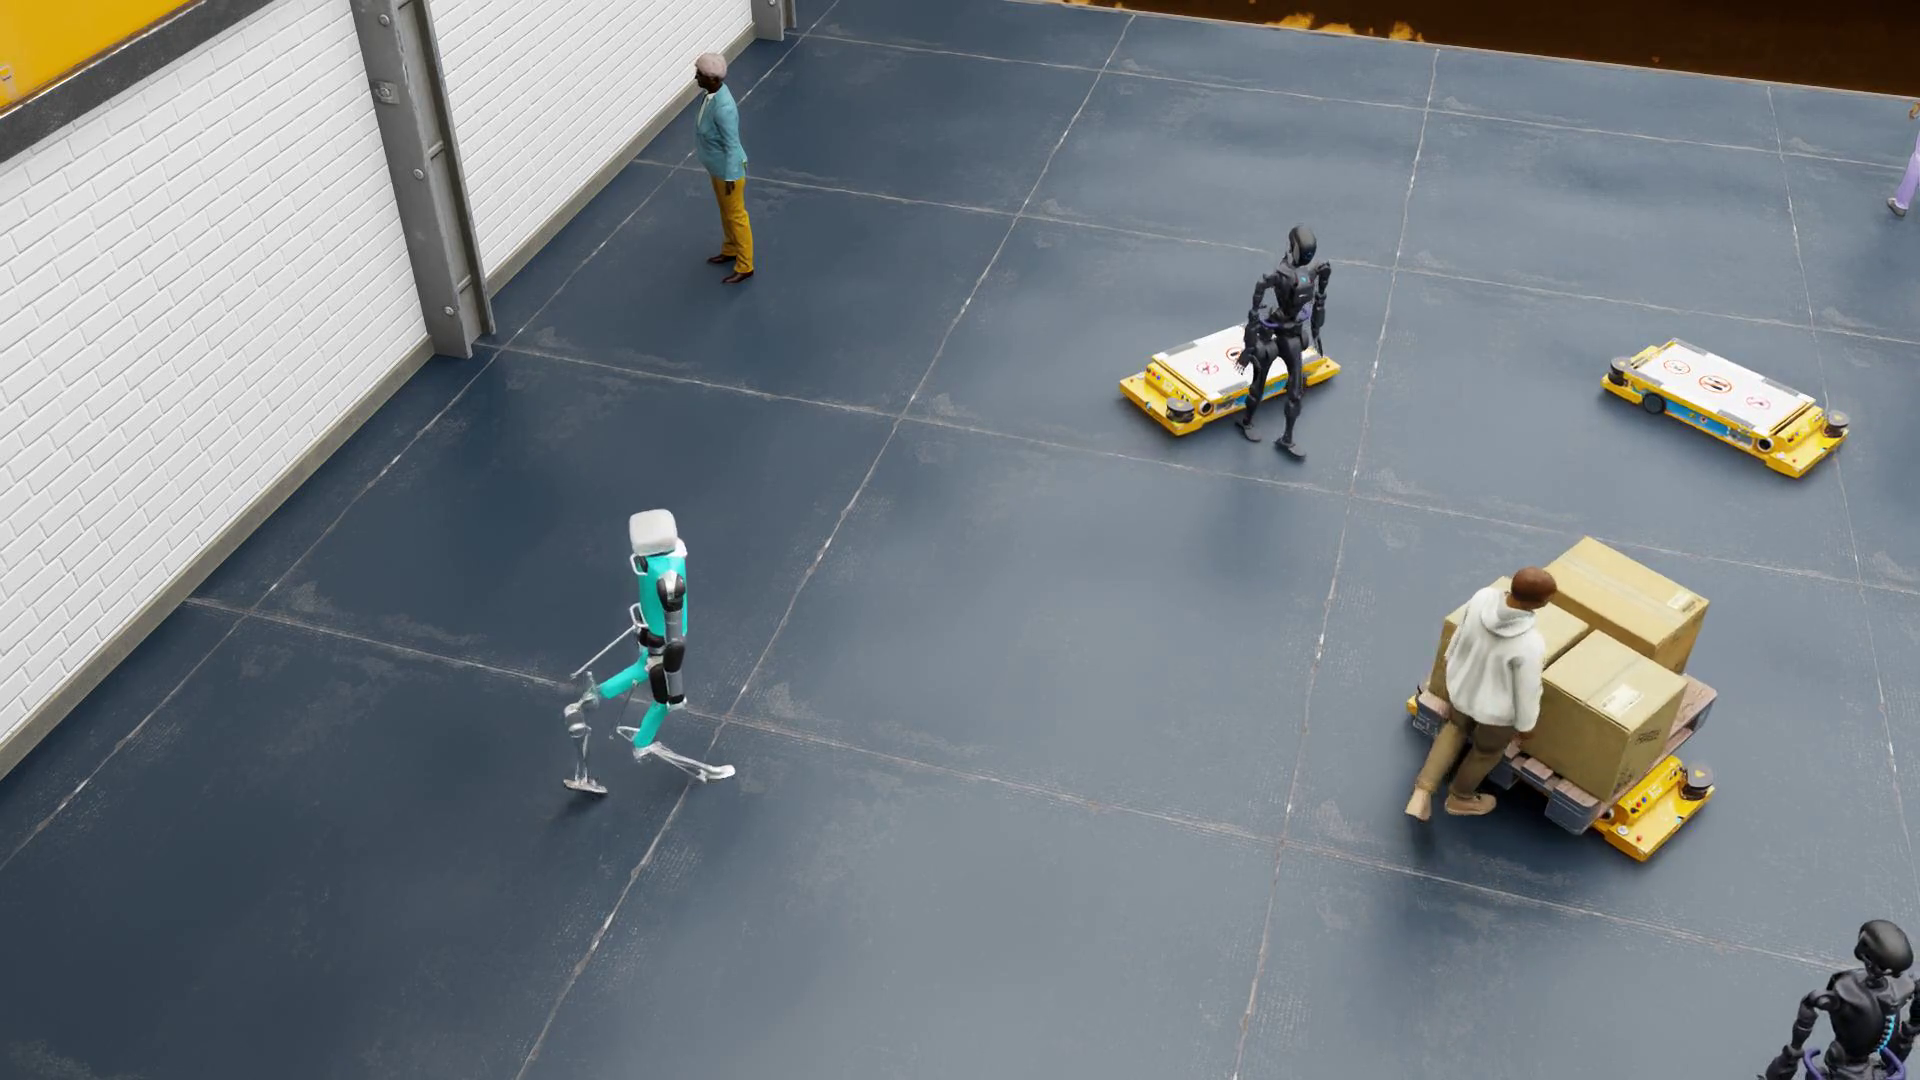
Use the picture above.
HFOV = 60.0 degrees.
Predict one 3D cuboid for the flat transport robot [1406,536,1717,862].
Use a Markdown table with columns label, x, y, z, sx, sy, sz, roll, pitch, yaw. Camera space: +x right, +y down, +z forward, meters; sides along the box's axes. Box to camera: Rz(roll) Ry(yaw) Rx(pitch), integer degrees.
| label | x | y | z | sx | sy | sz | roll | pitch | yaw |
| --- | --- | --- | --- | --- | --- | --- | --- | --- | --- |
| flat transport robot | 3.121 | 1.055 | 8.692 | 0.659 | 0.231 | 1.431 | -29 | 47 | -31 |

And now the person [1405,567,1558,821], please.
| label | x | y | z | sx | sy | sz | roll | pitch | yaw |
| --- | --- | --- | --- | --- | --- | --- | --- | --- | --- |
| person | 2.470 | 0.761 | 7.894 | 0.567 | 1.730 | 0.562 | -19 | 43 | -22 |

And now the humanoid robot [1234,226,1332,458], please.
| label | x | y | z | sx | sy | sz | roll | pitch | yaw |
| --- | --- | --- | --- | --- | --- | --- | --- | --- | --- |
| humanoid robot | 2.037 | -1.274 | 10.478 | 0.610 | 1.625 | 0.611 | -15 | 41 | -18 |

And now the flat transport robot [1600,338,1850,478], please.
| label | x | y | z | sx | sy | sz | roll | pitch | yaw |
| --- | --- | --- | --- | --- | --- | --- | --- | --- | --- |
| flat transport robot | 5.117 | -0.921 | 11.150 | 0.659 | 0.231 | 1.431 | -29 | 47 | -31 |

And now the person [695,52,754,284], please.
| label | x | y | z | sx | sy | sz | roll | pitch | yaw |
| --- | --- | --- | --- | --- | --- | --- | --- | --- | --- |
| person | -1.745 | -2.729 | 12.213 | 0.345 | 1.755 | 0.525 | -14 | 41 | -16 |

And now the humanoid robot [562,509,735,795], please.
| label | x | y | z | sx | sy | sz | roll | pitch | yaw |
| --- | --- | --- | --- | --- | --- | --- | --- | --- | --- |
| humanoid robot | -1.680 | 0.661 | 8.059 | 1.018 | 1.784 | 0.535 | -13 | 41 | -16 |

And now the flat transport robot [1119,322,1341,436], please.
| label | x | y | z | sx | sy | sz | roll | pitch | yaw |
| --- | --- | --- | --- | --- | --- | --- | --- | --- | --- |
| flat transport robot | 1.864 | -1.153 | 11.438 | 1.431 | 0.231 | 0.659 | -21 | 43 | -24 |

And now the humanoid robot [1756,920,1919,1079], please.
| label | x | y | z | sx | sy | sz | roll | pitch | yaw |
| --- | --- | --- | --- | --- | --- | --- | --- | --- | --- |
| humanoid robot | 3.347 | 2.094 | 6.323 | 0.603 | 1.622 | 0.761 | -6 | 39 | -7 |

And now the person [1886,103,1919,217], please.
| label | x | y | z | sx | sy | sz | roll | pitch | yaw |
| --- | --- | --- | --- | --- | --- | --- | --- | --- | --- |
| person | 7.727 | -3.364 | 12.937 | 0.563 | 1.838 | 0.390 | 11 | 40 | 14 |
